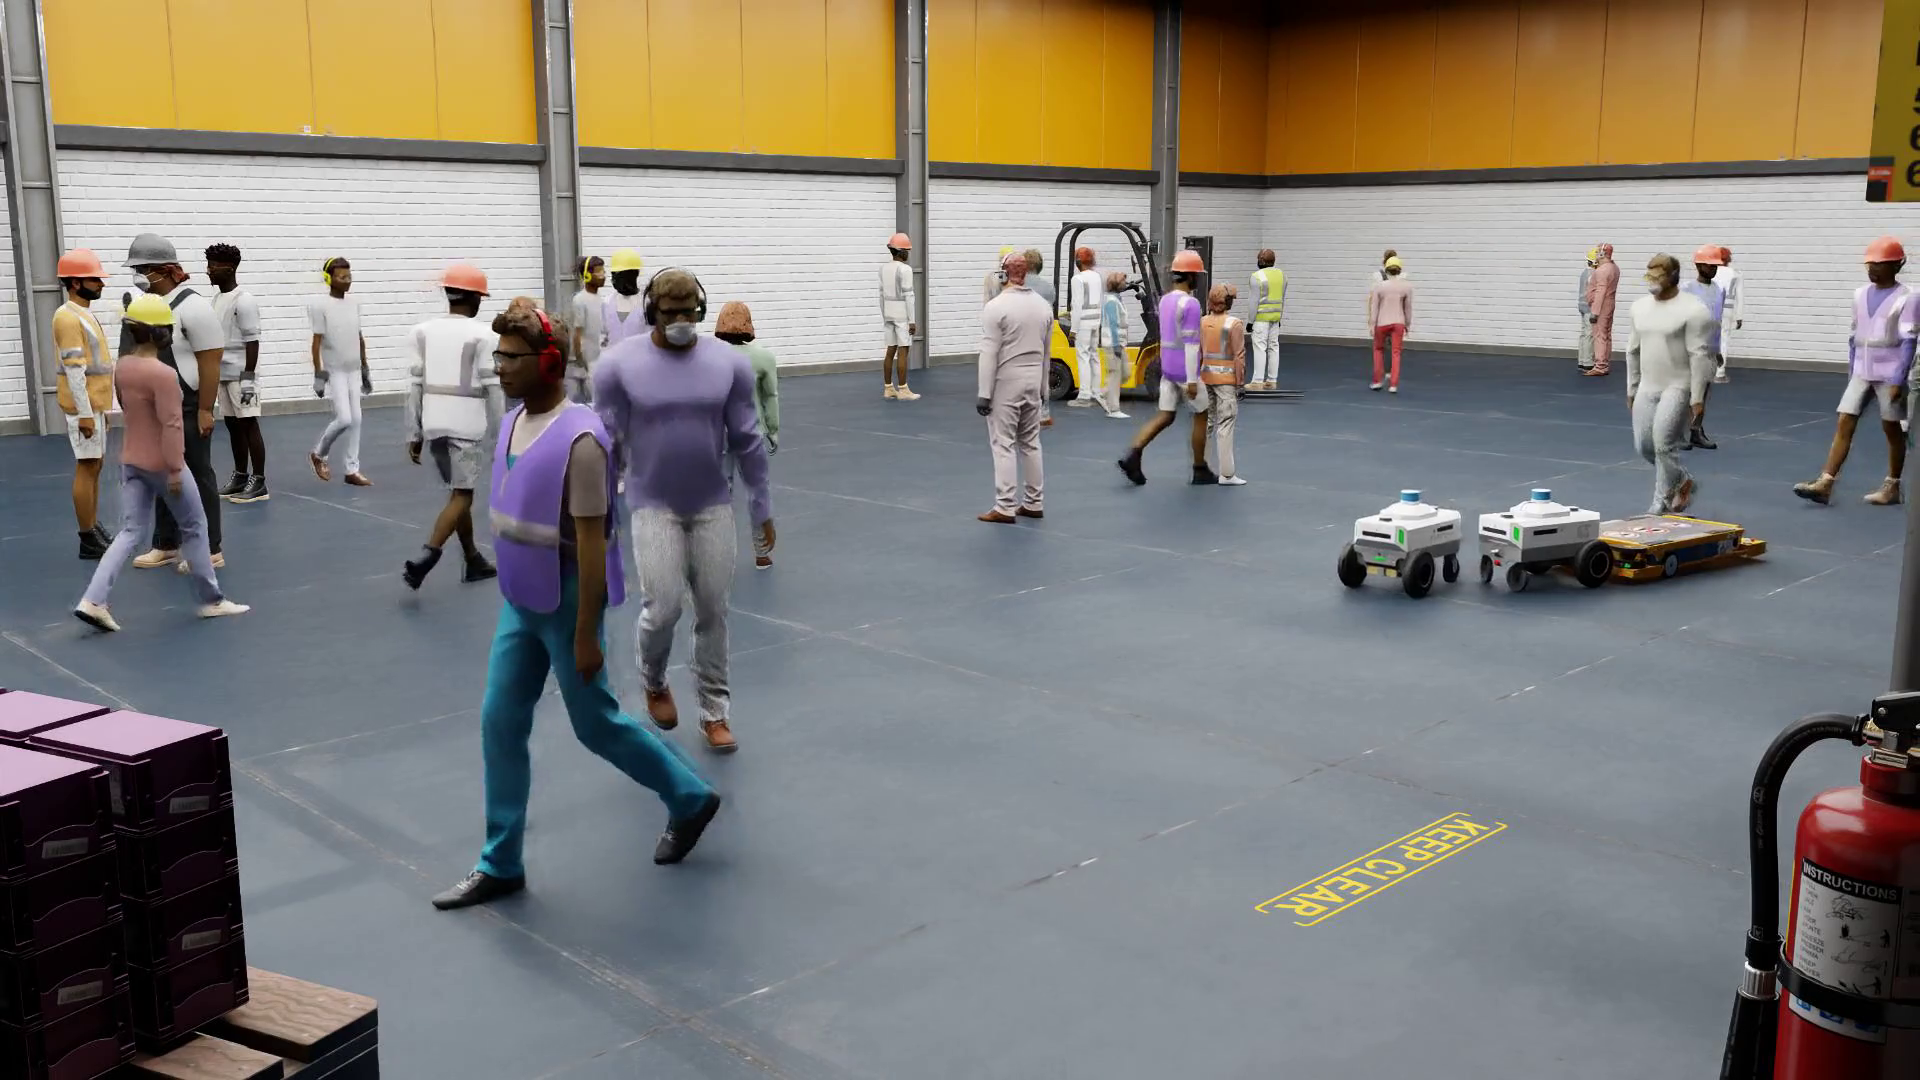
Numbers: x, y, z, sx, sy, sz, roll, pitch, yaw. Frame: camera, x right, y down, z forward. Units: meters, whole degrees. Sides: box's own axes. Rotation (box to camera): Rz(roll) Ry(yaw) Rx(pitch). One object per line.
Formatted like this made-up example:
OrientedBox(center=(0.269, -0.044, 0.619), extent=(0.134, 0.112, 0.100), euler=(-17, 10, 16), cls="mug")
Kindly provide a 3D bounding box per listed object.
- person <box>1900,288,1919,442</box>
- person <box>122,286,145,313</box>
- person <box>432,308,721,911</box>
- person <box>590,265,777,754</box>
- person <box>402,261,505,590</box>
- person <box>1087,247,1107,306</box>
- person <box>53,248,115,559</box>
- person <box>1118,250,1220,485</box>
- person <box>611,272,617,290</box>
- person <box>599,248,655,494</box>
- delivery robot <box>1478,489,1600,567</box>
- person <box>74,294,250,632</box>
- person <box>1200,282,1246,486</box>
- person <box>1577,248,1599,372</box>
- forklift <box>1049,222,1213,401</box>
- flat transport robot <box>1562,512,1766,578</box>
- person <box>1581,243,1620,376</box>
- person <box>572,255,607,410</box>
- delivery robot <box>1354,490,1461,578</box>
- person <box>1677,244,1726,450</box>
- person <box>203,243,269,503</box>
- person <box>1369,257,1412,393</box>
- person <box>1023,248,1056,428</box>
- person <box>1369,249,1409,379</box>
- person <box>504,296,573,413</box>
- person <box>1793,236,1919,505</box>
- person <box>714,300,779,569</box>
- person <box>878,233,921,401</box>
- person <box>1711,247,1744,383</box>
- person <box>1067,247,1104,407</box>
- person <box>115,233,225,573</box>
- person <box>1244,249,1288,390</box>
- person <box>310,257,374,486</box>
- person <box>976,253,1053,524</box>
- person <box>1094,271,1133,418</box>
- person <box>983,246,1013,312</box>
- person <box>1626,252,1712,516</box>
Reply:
OrientedBox(center=(9.444, -1.835, 16.131), extent=(0.610, 1.830, 0.413), euler=(6, 12, 29), cls="person")
OrientedBox(center=(-6.694, -1.480, 13.953), extent=(0.380, 1.918, 0.596), euler=(7, 12, 32), cls="person")
OrientedBox(center=(-1.189, 0.194, 5.113), extent=(0.869, 1.819, 0.574), euler=(-8, 13, -38), cls="person")
OrientedBox(center=(-1.088, -0.109, 6.489), extent=(0.695, 1.913, 0.507), euler=(-5, 11, -25), cls="person")
OrientedBox(center=(-2.897, -0.627, 9.415), extent=(0.574, 1.894, 0.863), euler=(4, 11, 20), cls="person")
OrientedBox(center=(1.888, -2.994, 22.353), extent=(0.820, 1.871, 0.659), euler=(-2, 11, -11), cls="person")
OrientedBox(center=(-5.461, -0.850, 10.459), extent=(0.360, 1.939, 0.543), euler=(-4, 11, -19), cls="person")
OrientedBox(center=(1.728, -1.373, 13.388), extent=(0.893, 1.910, 0.551), euler=(-4, 11, -22), cls="person")
OrientedBox(center=(-3.732, -2.195, 18.460), extent=(0.552, 1.694, 0.319), euler=(9, 14, 42), cls="person")
OrientedBox(center=(-2.540, -1.288, 12.878), extent=(0.593, 1.924, 0.381), euler=(4, 11, 21), cls="person")
OrientedBox(center=(3.351, -0.053, 9.631), extent=(0.707, 0.478, 0.477), euler=(-5, 12, -27), cls="delivery robot")
OrientedBox(center=(-4.175, -0.396, 8.564), extent=(0.534, 1.749, 0.765), euler=(6, 12, 32), cls="person")
OrientedBox(center=(2.110, -1.261, 13.503), extent=(0.309, 1.645, 0.514), euler=(-8, 13, -37), cls="person")
OrientedBox(center=(9.416, -3.419, 24.755), extent=(0.404, 1.833, 0.590), euler=(1, 10, 7), cls="person")
OrientedBox(center=(1.935, -2.847, 20.651), extent=(2.313, 2.155, 1.214), euler=(2, 11, 13), cls="forklift")
OrientedBox(center=(4.281, 0.020, 10.262), extent=(1.431, 0.197, 0.652), euler=(-7, 13, -35), cls="flat transport robot")
OrientedBox(center=(9.219, -3.309, 23.952), extent=(0.407, 1.910, 0.639), euler=(8, 13, 37), cls="person")
OrientedBox(center=(-3.298, -1.594, 14.763), extent=(0.717, 1.855, 0.528), euler=(2, 11, 11), cls="person")
OrientedBox(center=(2.584, -0.044, 9.585), extent=(0.477, 0.478, 0.707), euler=(10, 15, 44), cls="delivery robot")
OrientedBox(center=(7.001, -1.815, 15.720), extent=(0.551, 1.936, 0.357), euler=(-4, 11, -19), cls="person")
OrientedBox(center=(-5.526, -1.267, 12.659), extent=(0.602, 1.966, 0.368), euler=(10, 14, 42), cls="person")
OrientedBox(center=(5.554, -2.778, 21.517), extent=(0.546, 1.734, 0.770), euler=(1, 10, 3), cls="person")
OrientedBox(center=(0.678, -2.058, 17.167), extent=(0.631, 1.904, 0.967), euler=(5, 12, 26), cls="person")
OrientedBox(center=(6.099, -3.202, 23.599), extent=(0.519, 1.821, 0.645), euler=(4, 11, 23), cls="person")
OrientedBox(center=(-2.894, -0.896, 11.588), extent=(0.540, 1.611, 0.594), euler=(3, 11, 15), cls="person")
OrientedBox(center=(6.704, -1.224, 12.313), extent=(0.983, 2.000, 0.640), euler=(-4, 11, -21), cls="person")
OrientedBox(center=(-1.346, -0.624, 10.055), extent=(0.508, 1.632, 0.271), euler=(-2, 11, -13), cls="person")
OrientedBox(center=(-0.739, -2.729, 20.419), extent=(0.374, 2.043, 0.612), euler=(-9, 14, -40), cls="person")
OrientedBox(center=(10.487, -3.101, 22.999), extent=(0.613, 1.851, 0.659), euler=(4, 11, 22), cls="person")
OrientedBox(center=(1.484, -2.516, 19.698), extent=(0.349, 1.881, 0.577), euler=(8, 13, 37), cls="person")
OrientedBox(center=(-4.775, -0.813, 9.978), extent=(0.688, 2.000, 0.535), euler=(5, 12, 26), cls="person")
OrientedBox(center=(3.995, -2.893, 21.857), extent=(0.626, 1.846, 0.429), euler=(-8, 13, -37), cls="person")
OrientedBox(center=(-5.000, -1.351, 13.435), extent=(0.450, 1.856, 0.512), euler=(5, 11, 25), cls="person")
OrientedBox(center=(0.359, -1.070, 11.766), extent=(0.641, 1.901, 0.405), euler=(-10, 14, -43), cls="person")
OrientedBox(center=(1.728, -2.152, 18.417), extent=(0.383, 1.626, 0.517), euler=(3, 11, 18), cls="person")
OrientedBox(center=(0.599, -2.979, 22.236), extent=(0.576, 1.879, 0.944), euler=(2, 11, 11), cls="person")
OrientedBox(center=(4.951, -1.037, 11.558), extent=(0.633, 1.915, 0.655), euler=(-5, 12, -26), cls="person")
